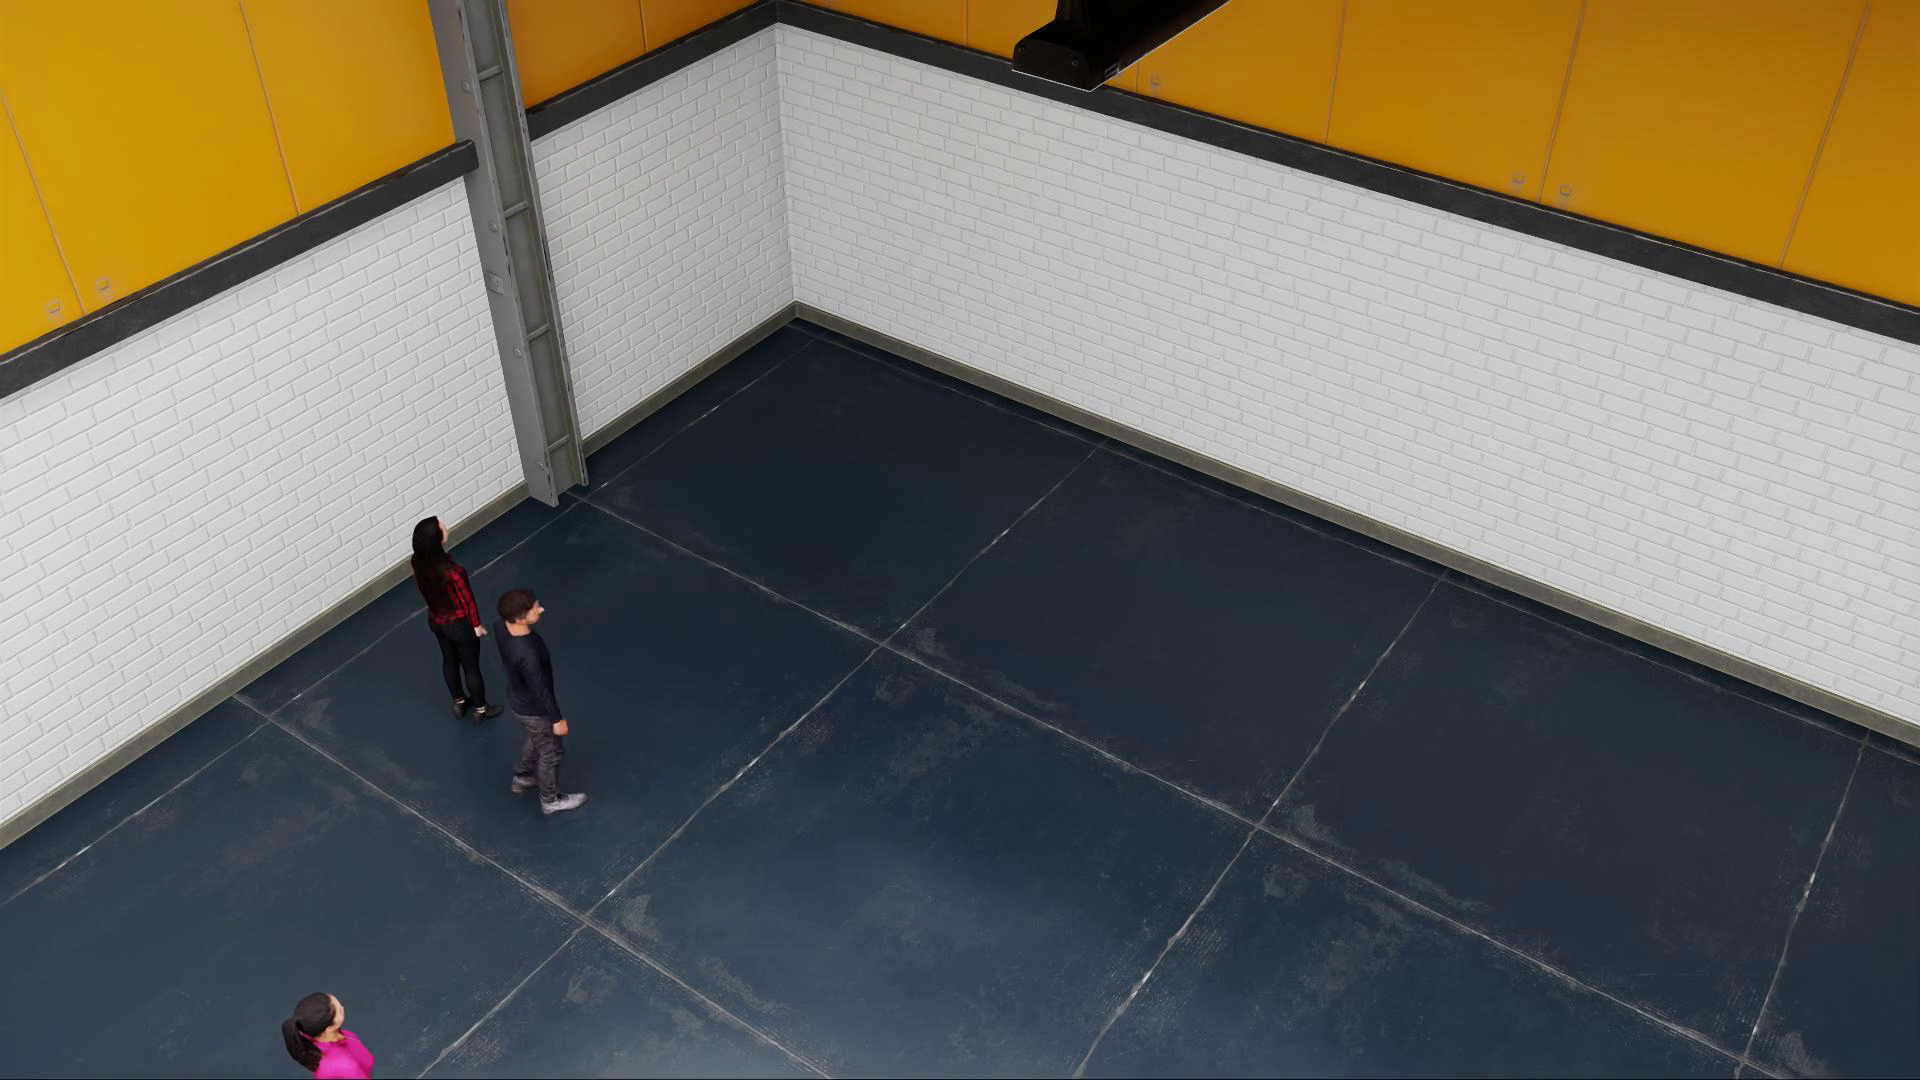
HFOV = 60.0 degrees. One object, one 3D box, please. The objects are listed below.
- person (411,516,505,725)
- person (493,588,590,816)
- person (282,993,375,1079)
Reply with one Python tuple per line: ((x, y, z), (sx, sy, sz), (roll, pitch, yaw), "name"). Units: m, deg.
((-3.324, 0.539, 10.875), (0.606, 1.658, 0.540), (18, 42, 22), "person")
((-2.620, 0.982, 10.155), (0.829, 1.864, 0.808), (-26, 45, -29), "person")
((-3.015, 2.807, 8.022), (0.688, 1.675, 0.976), (31, 48, 33), "person")
